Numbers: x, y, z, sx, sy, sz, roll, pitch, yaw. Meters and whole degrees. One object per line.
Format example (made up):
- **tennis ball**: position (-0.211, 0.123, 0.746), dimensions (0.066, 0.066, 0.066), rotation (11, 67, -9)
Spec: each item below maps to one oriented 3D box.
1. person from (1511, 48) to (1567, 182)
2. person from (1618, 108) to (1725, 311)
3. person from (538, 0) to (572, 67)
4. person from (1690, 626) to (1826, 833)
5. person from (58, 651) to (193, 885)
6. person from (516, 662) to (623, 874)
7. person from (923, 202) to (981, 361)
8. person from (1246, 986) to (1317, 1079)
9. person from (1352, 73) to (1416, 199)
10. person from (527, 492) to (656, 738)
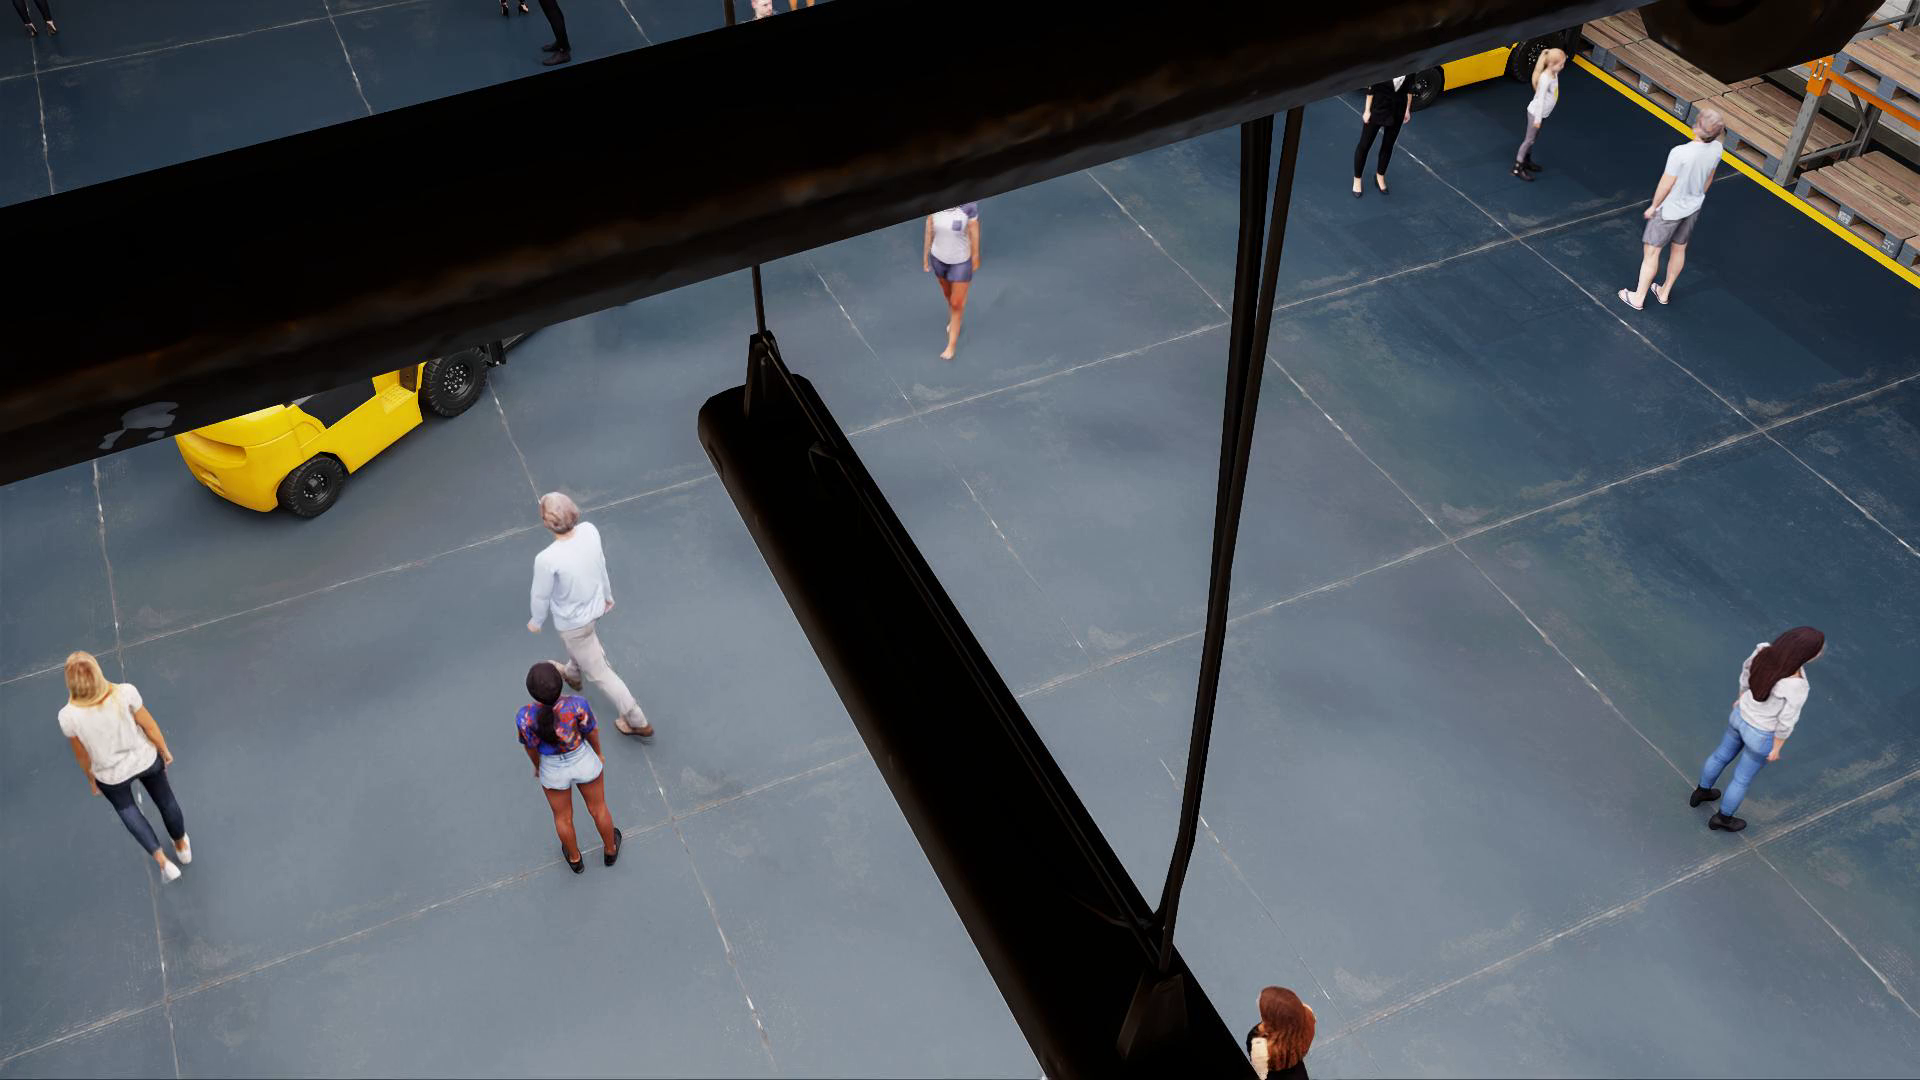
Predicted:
- **person**: position (5.367, -3.976, 15.455), dimensions (0.632, 1.277, 0.582), rotation (20, 47, 20)
- **person**: position (5.934, -2.734, 13.749), dimensions (0.686, 1.833, 0.617), rotation (-10, 45, -11)
- **person**: position (-4.233, -5.772, 16.916), dimensions (0.777, 1.864, 0.568), rotation (-7, 44, -8)
- **person**: position (4.711, 1.107, 9.864), dimensions (0.698, 1.631, 0.512), rotation (-10, 44, -10)
- **person**: position (-4.713, 1.353, 9.482), dimensions (0.691, 1.801, 0.820), rotation (-27, 50, -25)
- **person**: position (-2.253, 1.305, 9.570), dimensions (0.616, 1.748, 0.561), rotation (-11, 45, -11)
- **person**: position (-0.032, -2.320, 13.491), dimensions (0.931, 1.590, 0.967), rotation (17, 46, 17)
- **person**: position (1.585, 2.755, 8.093), dimensions (0.651, 1.688, 1.071), rotation (-20, 47, -19)
- **person**: position (3.864, -3.901, 15.098), dimensions (0.657, 1.662, 0.639), rotation (-6, 44, -6)
- **person**: position (-2.294, 0.514, 10.327), dimensions (1.318, 1.850, 1.128), rotation (23, 48, 22)
